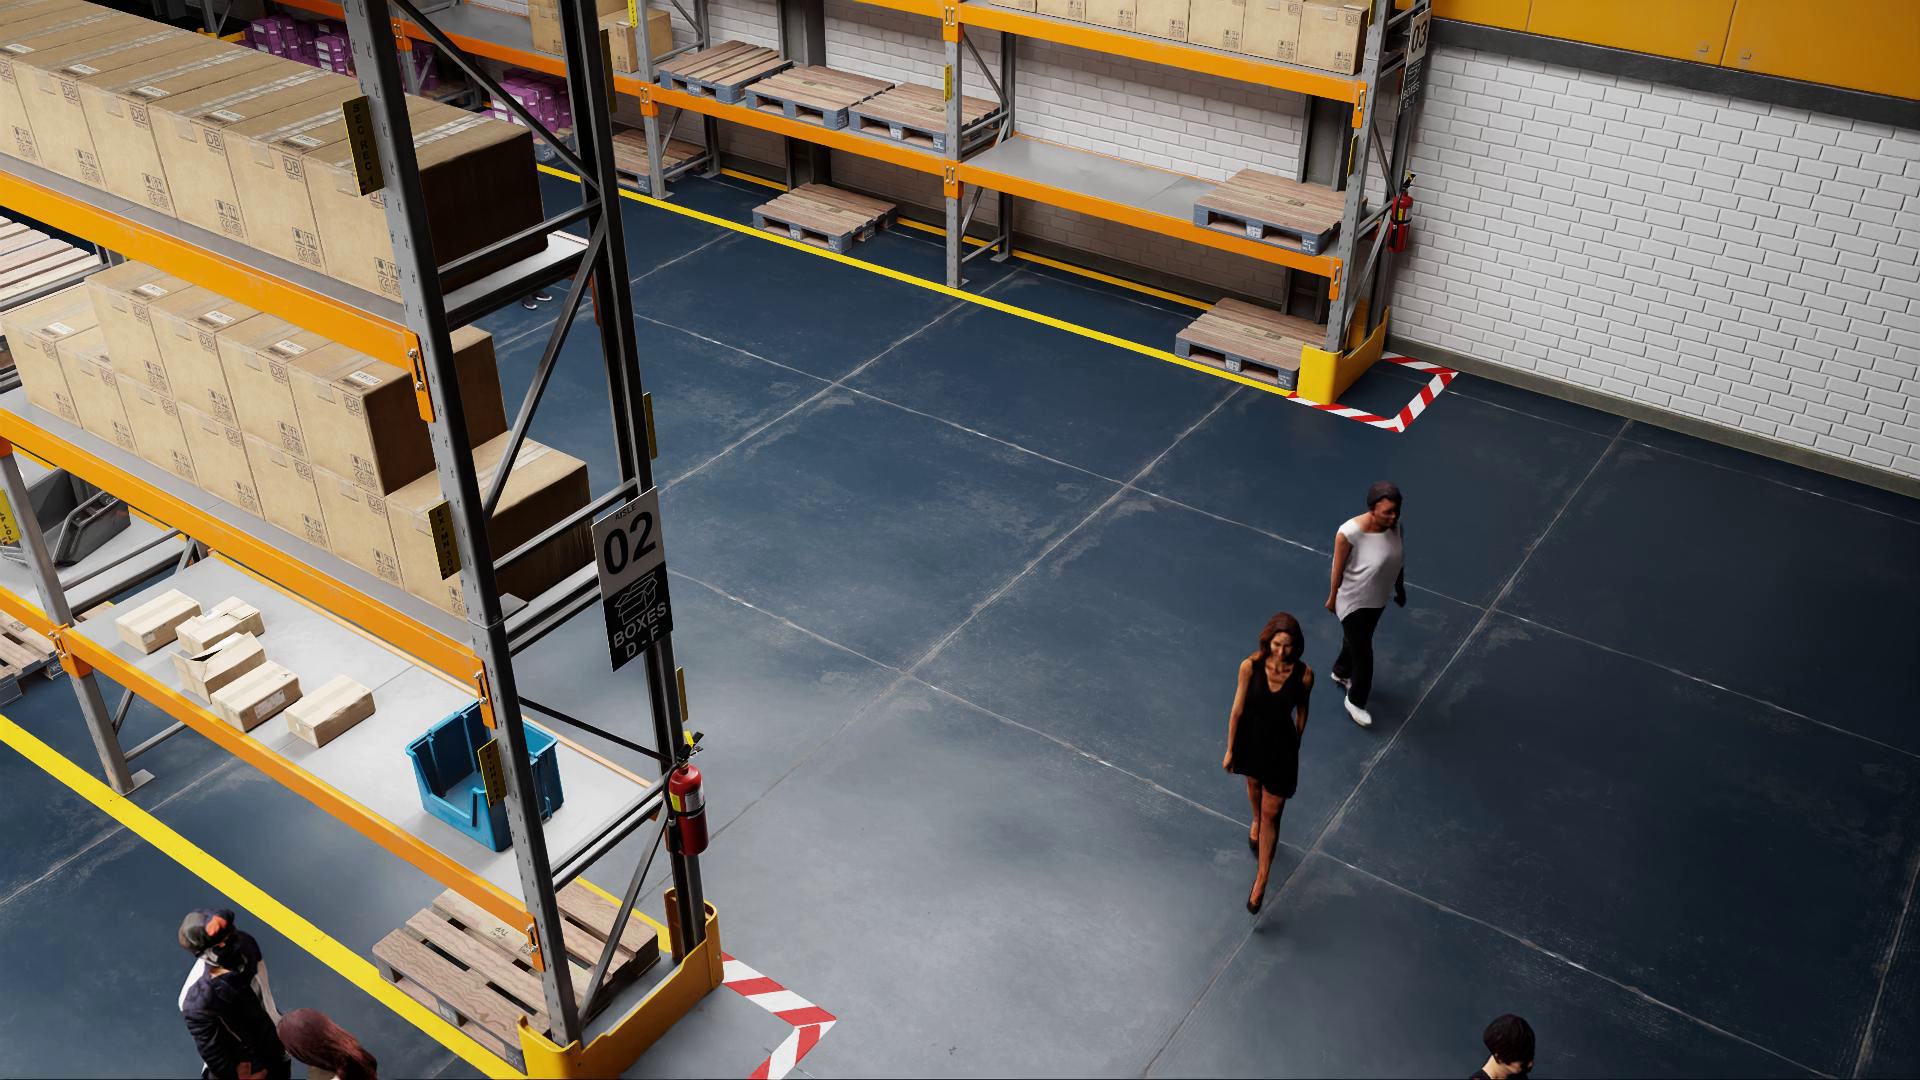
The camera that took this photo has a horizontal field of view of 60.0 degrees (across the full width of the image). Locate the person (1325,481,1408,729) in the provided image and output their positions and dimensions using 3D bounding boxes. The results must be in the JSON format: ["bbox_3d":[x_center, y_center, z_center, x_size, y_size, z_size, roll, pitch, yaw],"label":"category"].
[{"bbox_3d":[2.578,0.316,10.736,0.799,1.673,0.891,-22,39,-29],"label":"person"}]

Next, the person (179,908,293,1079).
[{"bbox_3d":[-3.191,2.344,7.491,0.786,1.890,0.782,1,34,2],"label":"person"}]

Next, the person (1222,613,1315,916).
[{"bbox_3d":[1.726,1.127,9.401,1.042,1.802,0.863,9,35,14],"label":"person"}]

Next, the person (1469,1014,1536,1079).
[{"bbox_3d":[2.309,2.653,7.330,0.522,1.553,0.549,25,41,32],"label":"person"}]

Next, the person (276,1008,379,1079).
[{"bbox_3d":[-2.606,2.596,7.461,1.024,1.502,1.136,-14,36,-20],"label":"person"}]
